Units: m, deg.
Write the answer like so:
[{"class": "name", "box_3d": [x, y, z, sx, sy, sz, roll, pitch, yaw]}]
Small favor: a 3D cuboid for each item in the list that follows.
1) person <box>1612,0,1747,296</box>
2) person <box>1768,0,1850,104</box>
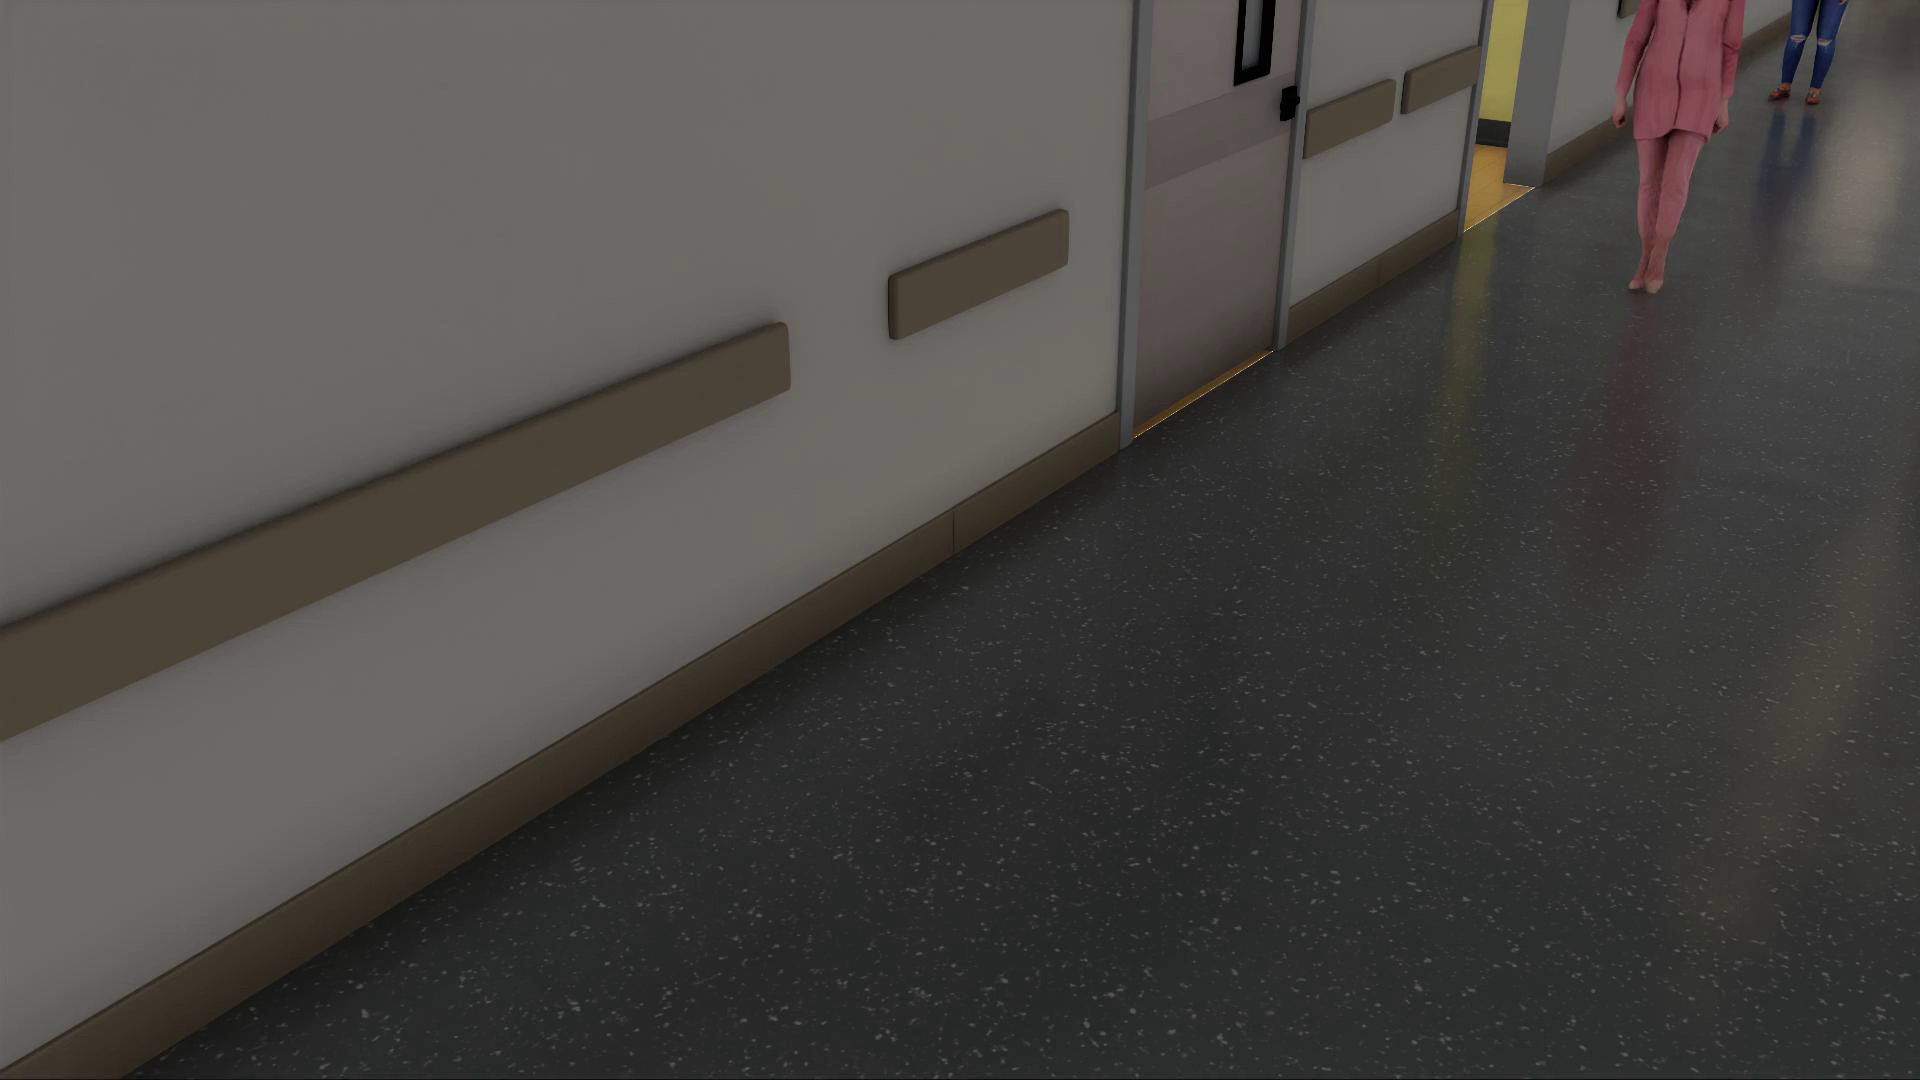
[{"class": "person", "box_3d": [3.273, -2.008, 7.542, 0.545, 1.785, 0.687, 16, 30, 30]}, {"class": "person", "box_3d": [6.088, -3.923, 11.713, 0.449, 1.612, 0.652, 19, 32, 34]}]
